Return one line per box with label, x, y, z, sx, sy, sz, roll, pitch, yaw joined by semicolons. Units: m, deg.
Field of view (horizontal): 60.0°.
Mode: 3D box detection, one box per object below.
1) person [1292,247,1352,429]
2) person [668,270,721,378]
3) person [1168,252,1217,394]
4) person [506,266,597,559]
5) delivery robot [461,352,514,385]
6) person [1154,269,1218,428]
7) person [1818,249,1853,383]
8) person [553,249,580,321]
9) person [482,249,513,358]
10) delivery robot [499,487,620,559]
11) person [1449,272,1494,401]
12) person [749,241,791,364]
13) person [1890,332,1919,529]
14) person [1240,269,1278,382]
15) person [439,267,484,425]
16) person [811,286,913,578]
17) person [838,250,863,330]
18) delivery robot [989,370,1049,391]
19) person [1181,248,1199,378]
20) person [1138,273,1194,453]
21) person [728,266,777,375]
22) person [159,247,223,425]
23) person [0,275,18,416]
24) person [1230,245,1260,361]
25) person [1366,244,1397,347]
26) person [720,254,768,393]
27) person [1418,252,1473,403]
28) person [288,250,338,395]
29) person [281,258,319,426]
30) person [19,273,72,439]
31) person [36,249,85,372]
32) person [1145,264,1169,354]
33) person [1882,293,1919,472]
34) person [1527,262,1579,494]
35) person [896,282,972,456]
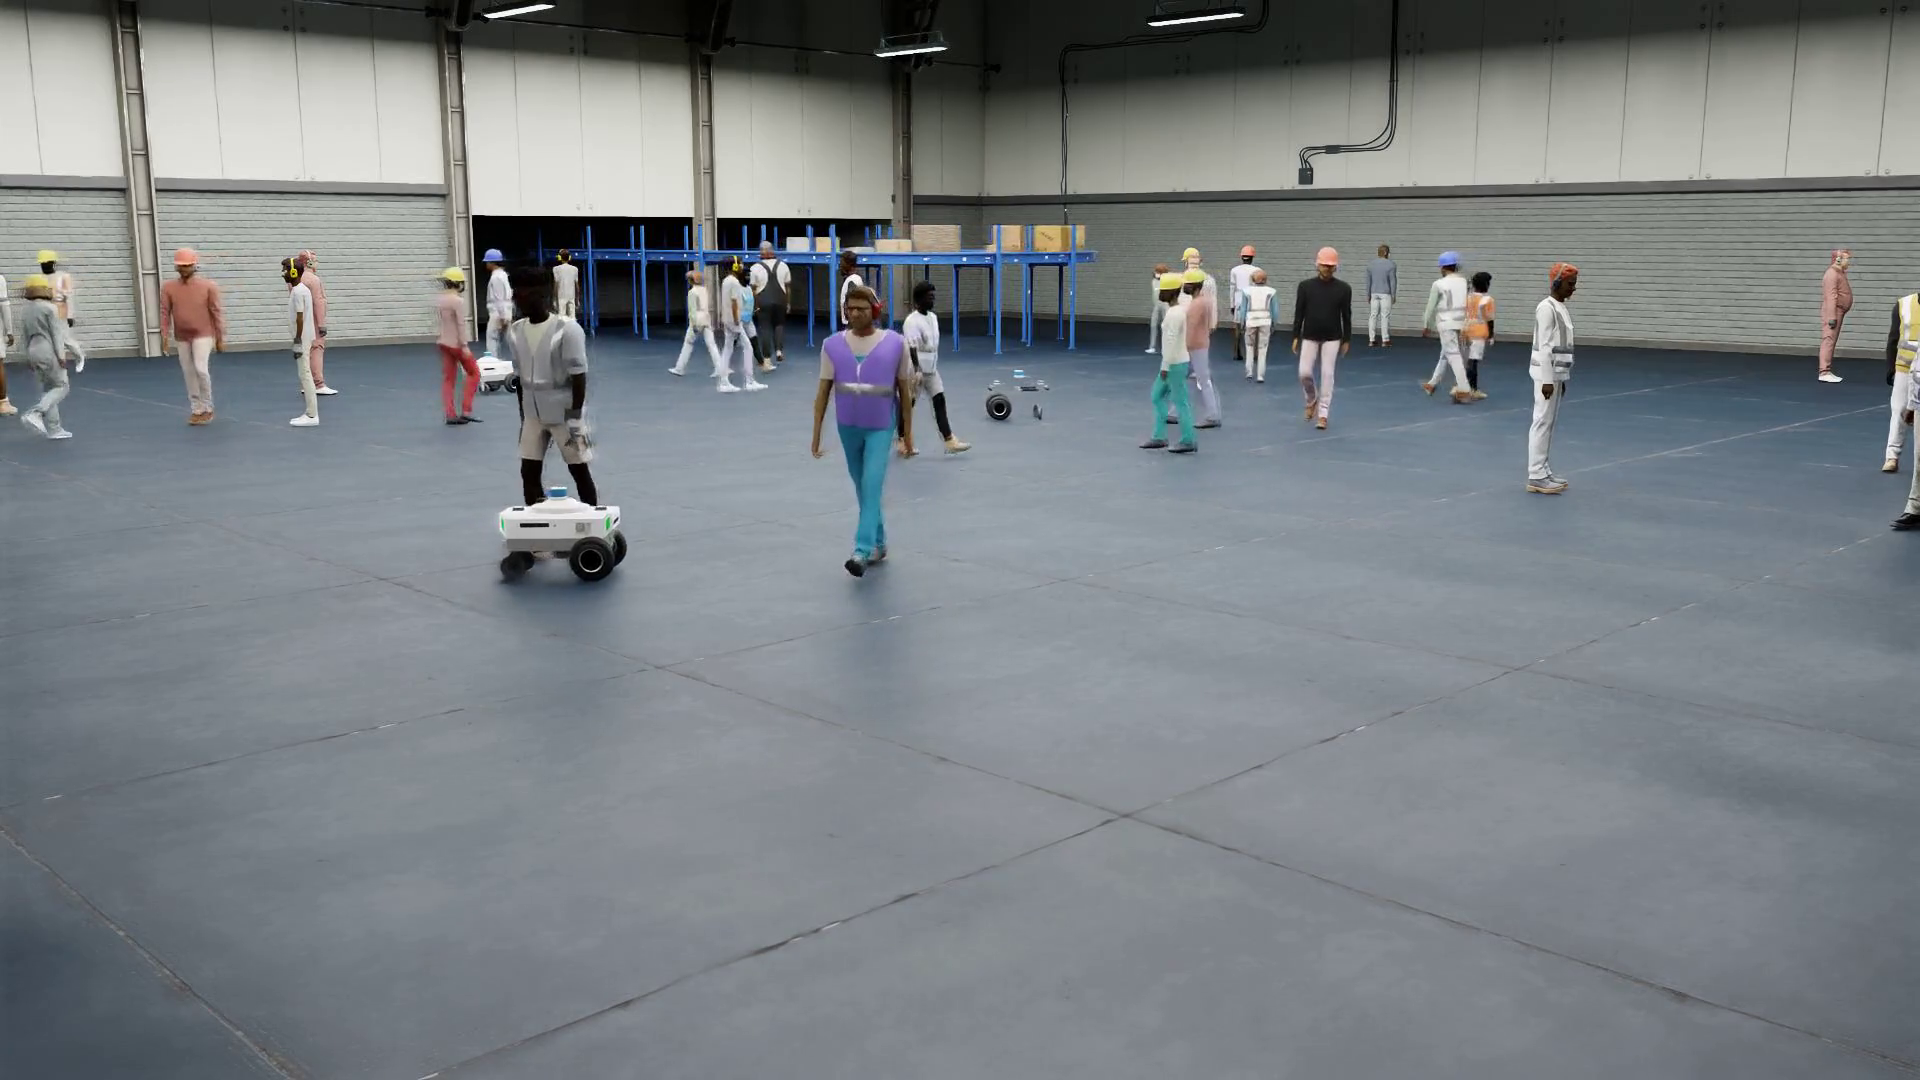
person;4.000;-2.232;18.346;0.645;1.981;0.464;3;11;17
person;-3.913;-3.218;24.814;0.904;1.584;0.499;5;12;26
person;3.127;-2.922;22.396;0.663;1.885;0.806;2;11;8
person;-2.667;-0.836;10.960;0.627;1.925;0.699;5;11;23
delivery robot;-6.369;-2.296;22.464;0.477;0.478;0.707;7;13;35
person;2.492;-2.100;18.294;0.805;1.732;0.544;2;11;8
person;12.679;-3.246;24.086;0.409;1.912;0.642;6;12;30
person;-7.282;-4.439;30.737;0.515;1.863;0.312;-8;13;-38
person;-6.736;-3.348;24.642;0.849;1.920;0.603;0;10;1
delivery robot;-2.512;-0.092;10.442;0.707;0.478;0.477;0;10;-1
person;6.518;-2.584;21.166;0.801;1.658;0.547;-6;12;-30
person;-3.165;-3.912;27.477;0.715;2.000;0.538;-4;11;-22
person;6.994;-0.952;11.819;0.403;1.822;0.588;-5;11;-25
person;4.336;-3.112;24.152;0.534;1.614;0.669;2;11;10
person;-5.580;-2.173;18.637;0.547;1.749;0.523;10;14;43
person;-0.627;-0.683;10.425;0.592;1.789;0.975;3;11;15
person;-1.360;-2.731;21.262;0.373;1.914;0.597;-1;10;-4
delivery robot;0.686;-1.860;19.379;0.698;0.223;0.335;0;10;-1
person;3.458;-3.380;24.777;0.376;1.922;0.594;3;11;18
person;1.991;-1.723;16.209;0.692;1.736;0.557;1;10;8
person;-3.279;-3.329;25.259;0.909;1.637;0.536;4;11;21
person;-8.560;-2.253;18.500;0.609;1.970;0.692;0;10;-1
person;-11.442;-2.475;19.506;0.615;2.047;0.360;-2;11;-11
person;4.859;-4.017;28.216;0.551;1.936;0.378;7;12;33
person;8.055;-4.672;31.801;0.627;1.933;0.371;9;14;40
person;-2.940;-2.927;22.508;0.767;1.846;0.555;-5;12;-27
person;6.219;-2.723;21.274;0.611;1.882;1.041;-6;12;-30
person;-8.630;-2.892;22.167;0.642;1.908;0.407;8;13;38
person;-7.395;-2.216;18.622;0.333;1.861;0.496;-3;11;-18
person;-9.527;-1.896;17.235;0.517;1.715;0.518;4;11;21
person;-13.530;-3.402;24.964;0.597;1.905;0.732;1;10;5
person;3.566;-4.086;29.501;0.765;1.596;0.519;-9;14;-41
person;8.598;-1.512;14.833;0.620;1.840;0.430;6;12;29
person;4.918;-1.350;13.809;0.355;1.887;0.574;6;12;28
person;-0.279;-1.615;15.840;0.814;1.657;0.555;6;12;30
